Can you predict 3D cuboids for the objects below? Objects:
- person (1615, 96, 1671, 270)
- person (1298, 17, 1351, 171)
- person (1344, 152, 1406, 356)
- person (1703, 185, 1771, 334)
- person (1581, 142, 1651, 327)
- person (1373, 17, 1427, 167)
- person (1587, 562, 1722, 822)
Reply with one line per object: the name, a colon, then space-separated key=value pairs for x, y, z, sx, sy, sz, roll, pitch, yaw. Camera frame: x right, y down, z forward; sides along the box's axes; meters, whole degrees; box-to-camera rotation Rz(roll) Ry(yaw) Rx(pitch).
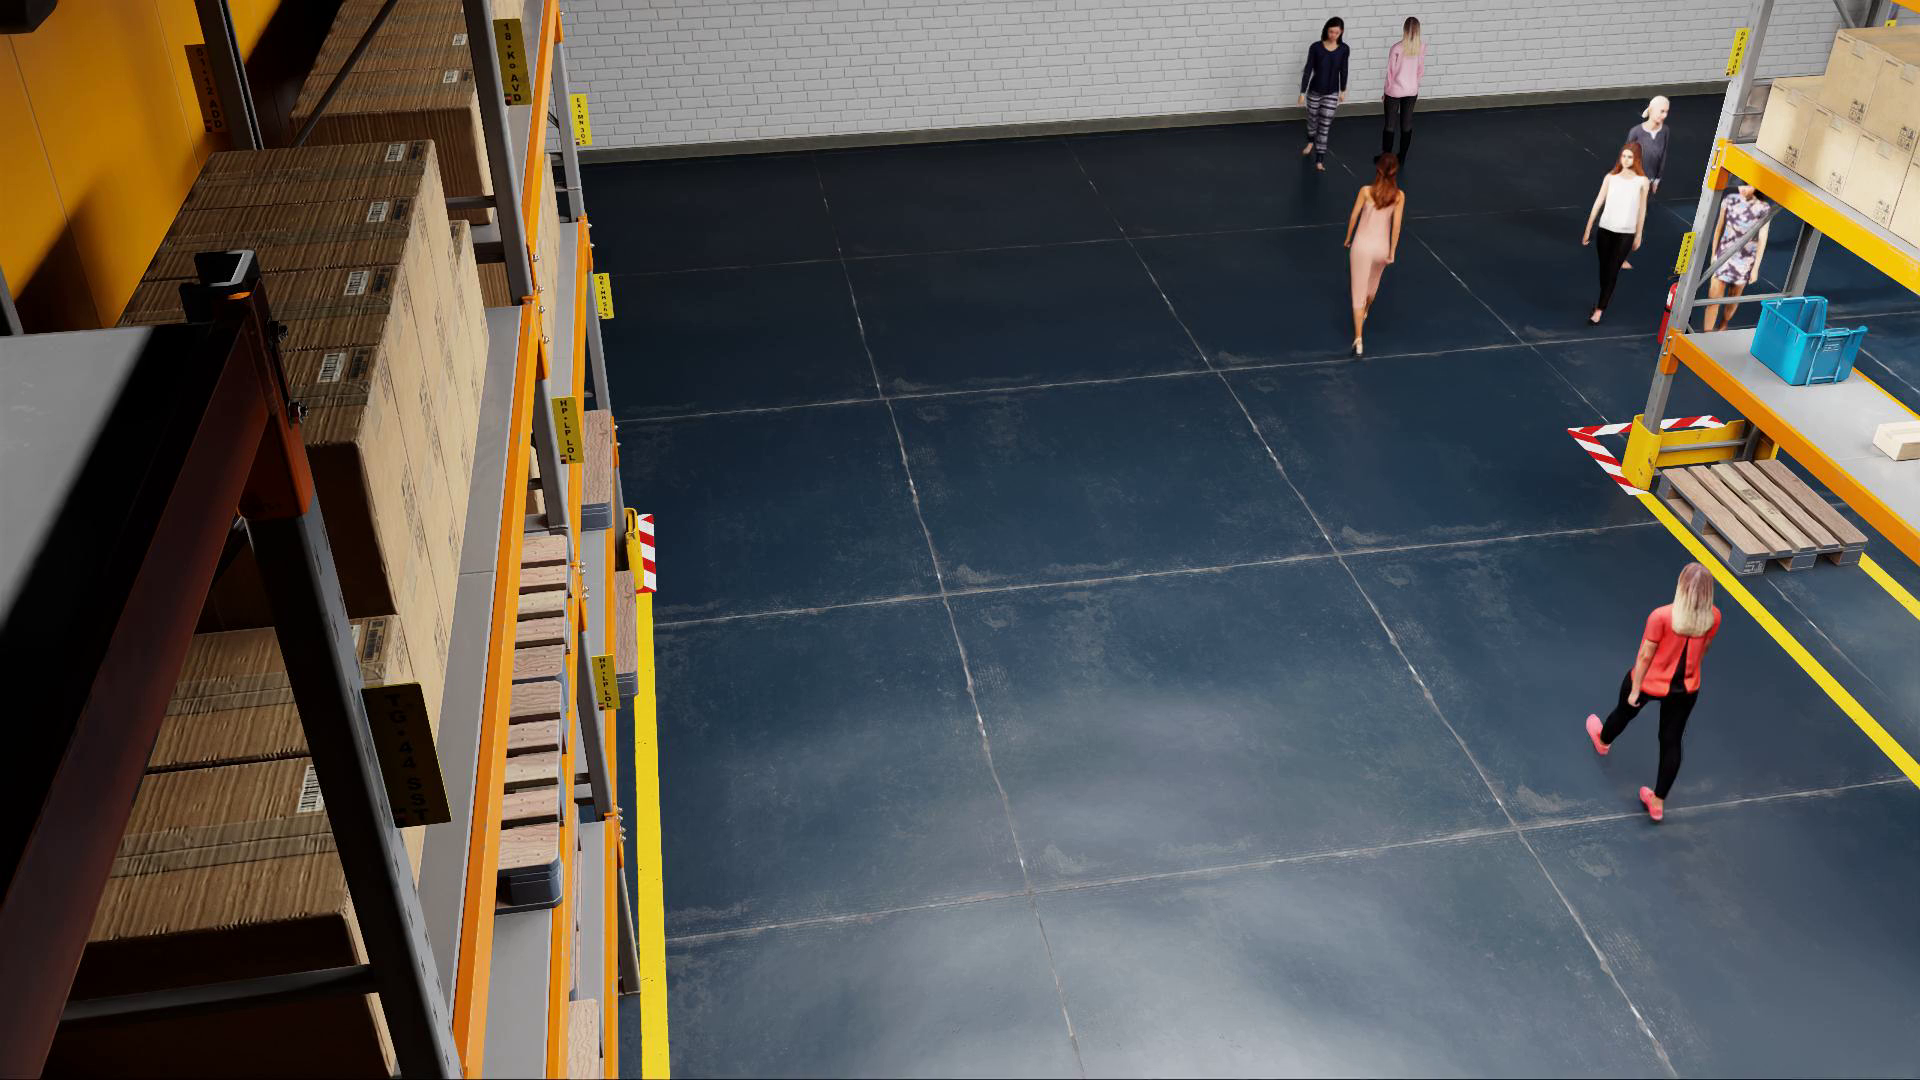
person: x=6.704 y=-3.626 z=16.579 sx=0.659 sy=1.694 sz=1.007 roll=-4 pitch=34 yaw=-6
person: x=4.094 y=-5.080 z=18.783 sx=0.915 sy=1.676 sz=1.201 roll=6 pitch=34 yaw=9
person: x=3.654 y=-2.520 z=14.834 sx=0.834 sy=1.784 sz=1.172 roll=5 pitch=34 yaw=7
person: x=6.979 y=-2.531 z=14.929 sx=1.004 sy=1.697 sz=1.094 roll=16 pitch=37 yaw=23
person: x=6.128 y=-2.883 z=15.456 sx=0.966 sy=1.700 sz=0.997 roll=25 pitch=41 yaw=33
person: x=4.973 y=-5.041 z=18.713 sx=0.598 sy=1.689 sz=0.539 roll=-7 pitch=34 yaw=-11
person: x=4.172 y=0.926 z=9.764 sx=0.719 sy=1.656 sz=1.083 roll=-1 pitch=34 yaw=-2
